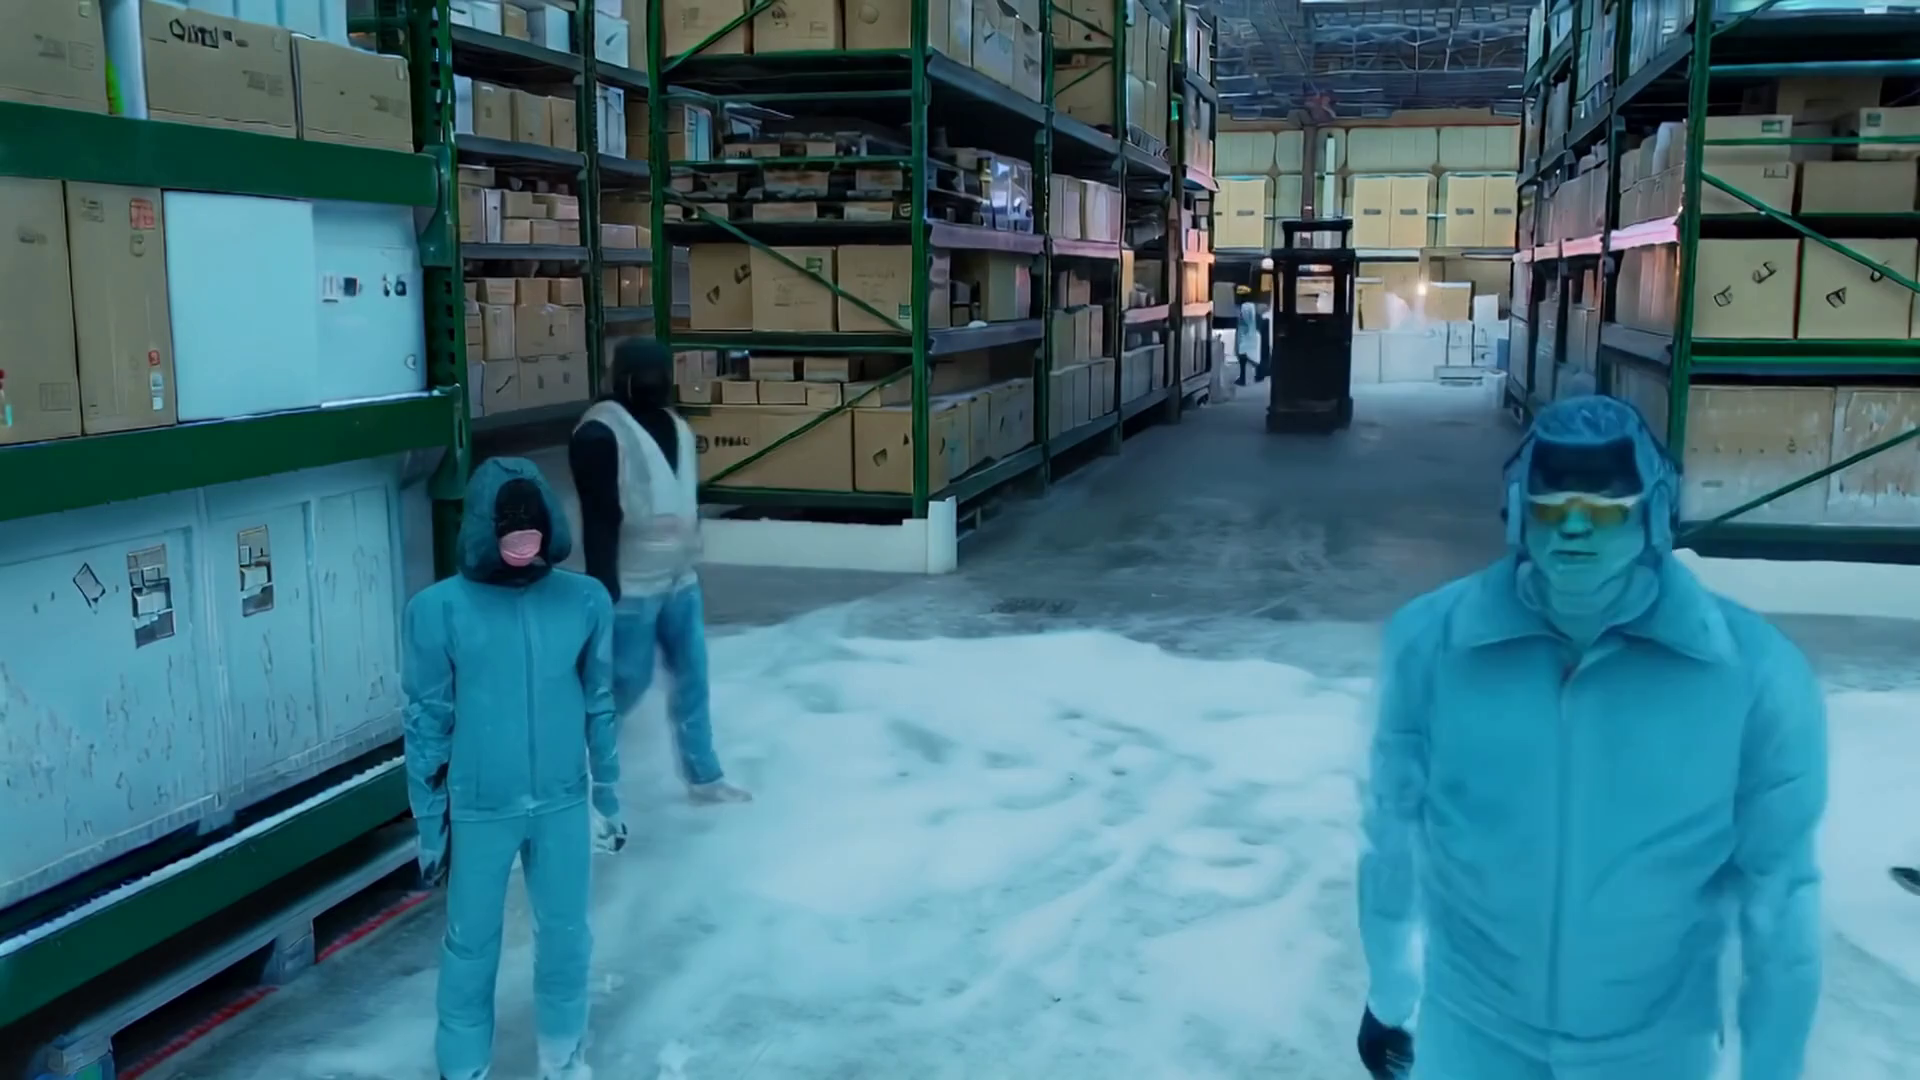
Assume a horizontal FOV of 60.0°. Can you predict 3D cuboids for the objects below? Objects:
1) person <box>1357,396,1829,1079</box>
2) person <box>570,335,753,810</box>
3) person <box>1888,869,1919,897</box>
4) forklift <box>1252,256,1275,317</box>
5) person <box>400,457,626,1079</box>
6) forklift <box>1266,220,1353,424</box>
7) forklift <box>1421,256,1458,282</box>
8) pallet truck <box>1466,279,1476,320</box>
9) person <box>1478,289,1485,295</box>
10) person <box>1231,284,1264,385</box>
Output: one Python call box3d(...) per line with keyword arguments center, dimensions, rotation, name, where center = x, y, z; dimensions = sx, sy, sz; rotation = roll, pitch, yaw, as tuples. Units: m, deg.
box3d(center=(0.905, 0.717, 2.470), dimensions=(0.664, 1.852, 0.986), rotation=(4, 10, 23), name="person")
box3d(center=(-1.212, 0.136, 6.275), dimensions=(0.729, 1.818, 0.649), rotation=(5, 10, 27), name="person")
box3d(center=(3.356, 0.320, 4.957), dimensions=(0.925, 1.870, 0.647), rotation=(2, 9, 12), name="person")
box3d(center=(11.269, -9.084, 61.485), dimensions=(1.129, 2.768, 1.873), rotation=(2, 9, 15), name="forklift")
box3d(center=(-0.995, 0.623, 3.762), dimensions=(0.500, 1.633, 0.285), rotation=(-7, 11, -37), name="person")
box3d(center=(4.991, -3.094, 23.427), dimensions=(1.129, 2.768, 1.873), rotation=(2, 9, 15), name="forklift")
box3d(center=(12.355, -6.175, 43.004), dimensions=(1.129, 2.768, 1.873), rotation=(2, 9, 15), name="forklift")
box3d(center=(18.896, -8.459, 60.307), dimensions=(1.885, 1.965, 0.823), rotation=(5, 10, 31), name="pallet truck")
box3d(center=(18.074, -7.844, 57.530), dimensions=(0.598, 1.646, 0.881), rotation=(-8, 12, -42), name="person")
box3d(center=(5.434, -3.858, 31.355), dimensions=(0.579, 1.912, 0.566), rotation=(5, 10, 28), name="person")
